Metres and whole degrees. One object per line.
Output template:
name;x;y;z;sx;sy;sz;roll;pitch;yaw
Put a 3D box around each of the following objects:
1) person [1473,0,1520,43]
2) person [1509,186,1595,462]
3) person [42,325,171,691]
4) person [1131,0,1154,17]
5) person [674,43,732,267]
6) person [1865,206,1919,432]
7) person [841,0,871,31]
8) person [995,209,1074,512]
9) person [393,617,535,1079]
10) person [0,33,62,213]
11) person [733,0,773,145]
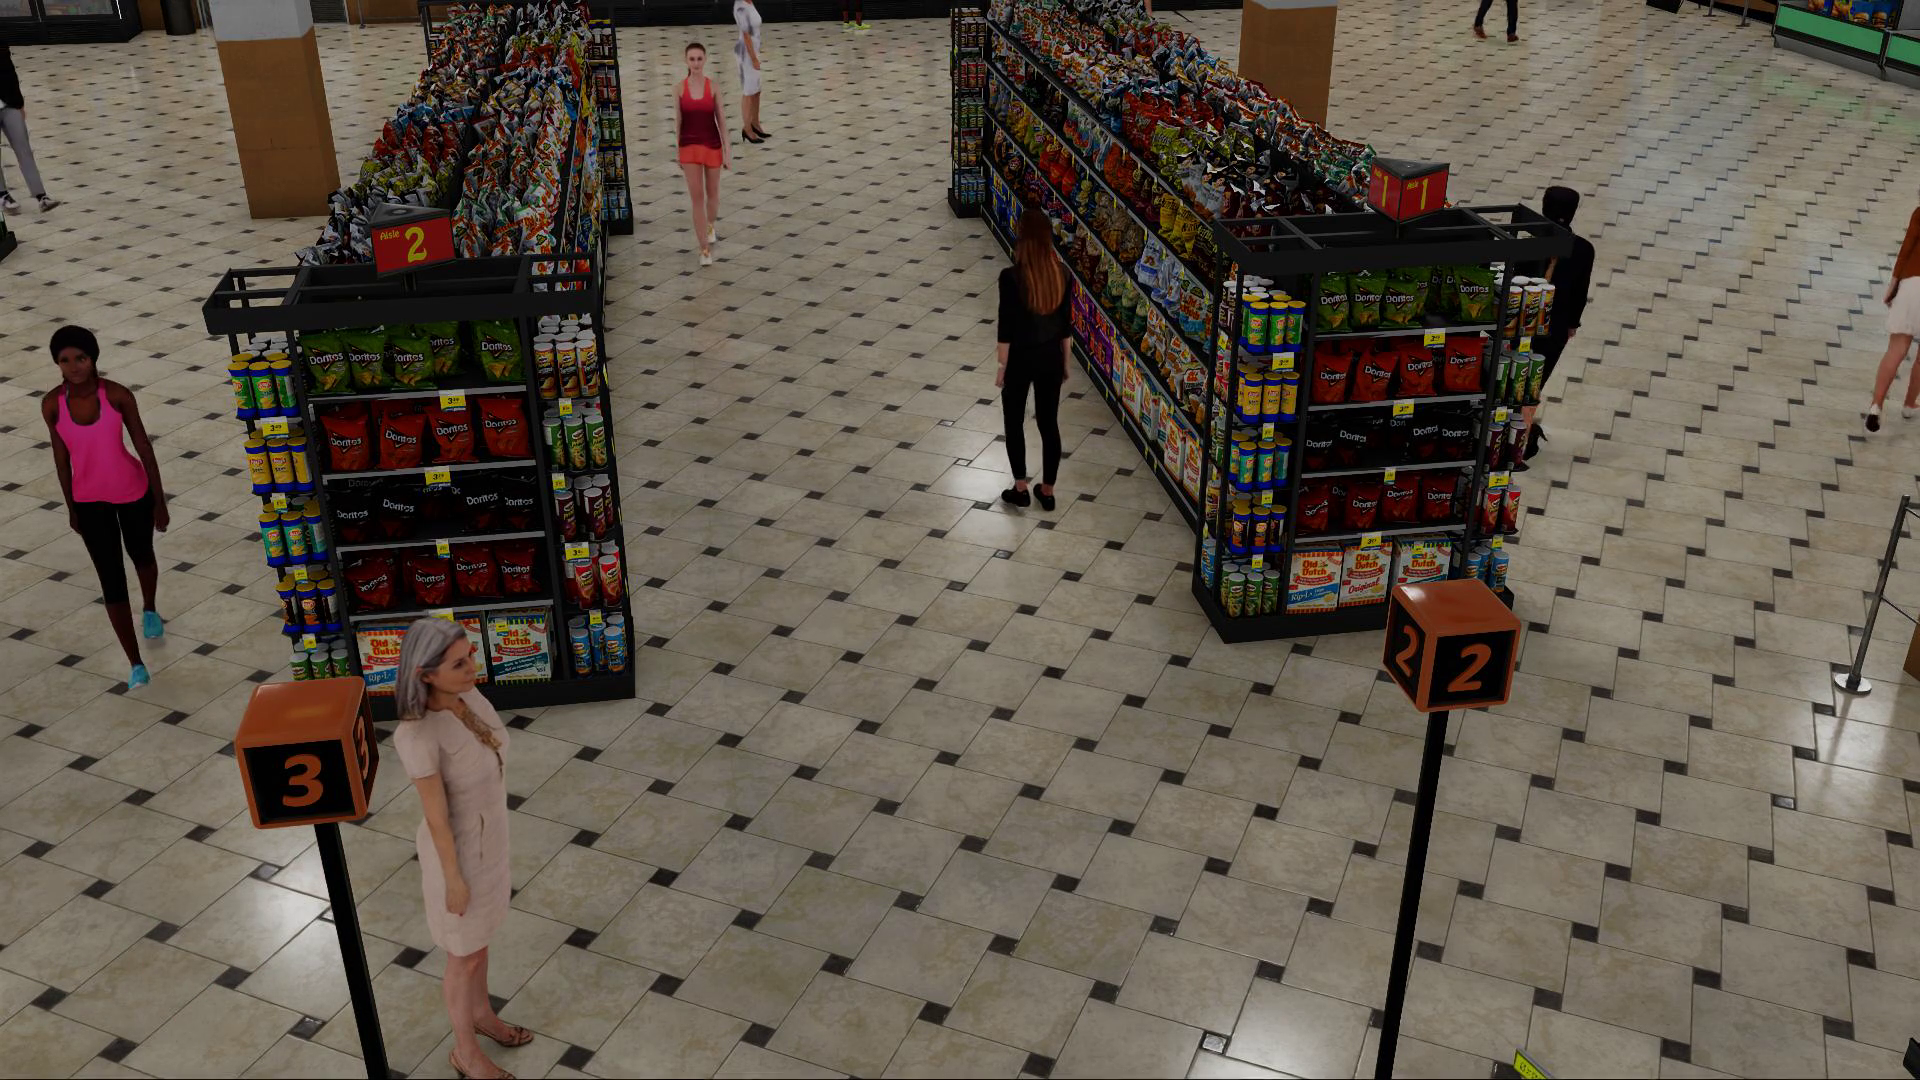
person;7.241;-7.616;22.285;0.745;1.788;1.211;-8;28;-15
person;3.412;-1.215;9.805;0.722;1.661;0.854;-2;27;-5
person;-3.946;-0.195;7.787;0.775;1.666;1.164;-12;29;-22
person;2.057;-6.255;19.474;0.812;1.904;0.647;-14;30;-25
person;-2.107;-3.173;13.612;0.566;1.708;1.136;-5;27;-9
person;5.943;-1.469;10.271;1.080;1.691;1.083;21;34;36
person;-1.502;-8.008;23.095;0.639;1.755;0.692;16;31;29
person;0.423;-0.977;9.295;0.647;1.696;0.659;-10;28;-18
person;-1.589;1.011;5.333;0.703;1.735;0.556;1;27;1
person;-8.609;-3.850;14.720;1.249;1.915;1.157;20;33;34
person;-2.204;-4.990;17.154;0.678;1.746;0.548;2;27;4
